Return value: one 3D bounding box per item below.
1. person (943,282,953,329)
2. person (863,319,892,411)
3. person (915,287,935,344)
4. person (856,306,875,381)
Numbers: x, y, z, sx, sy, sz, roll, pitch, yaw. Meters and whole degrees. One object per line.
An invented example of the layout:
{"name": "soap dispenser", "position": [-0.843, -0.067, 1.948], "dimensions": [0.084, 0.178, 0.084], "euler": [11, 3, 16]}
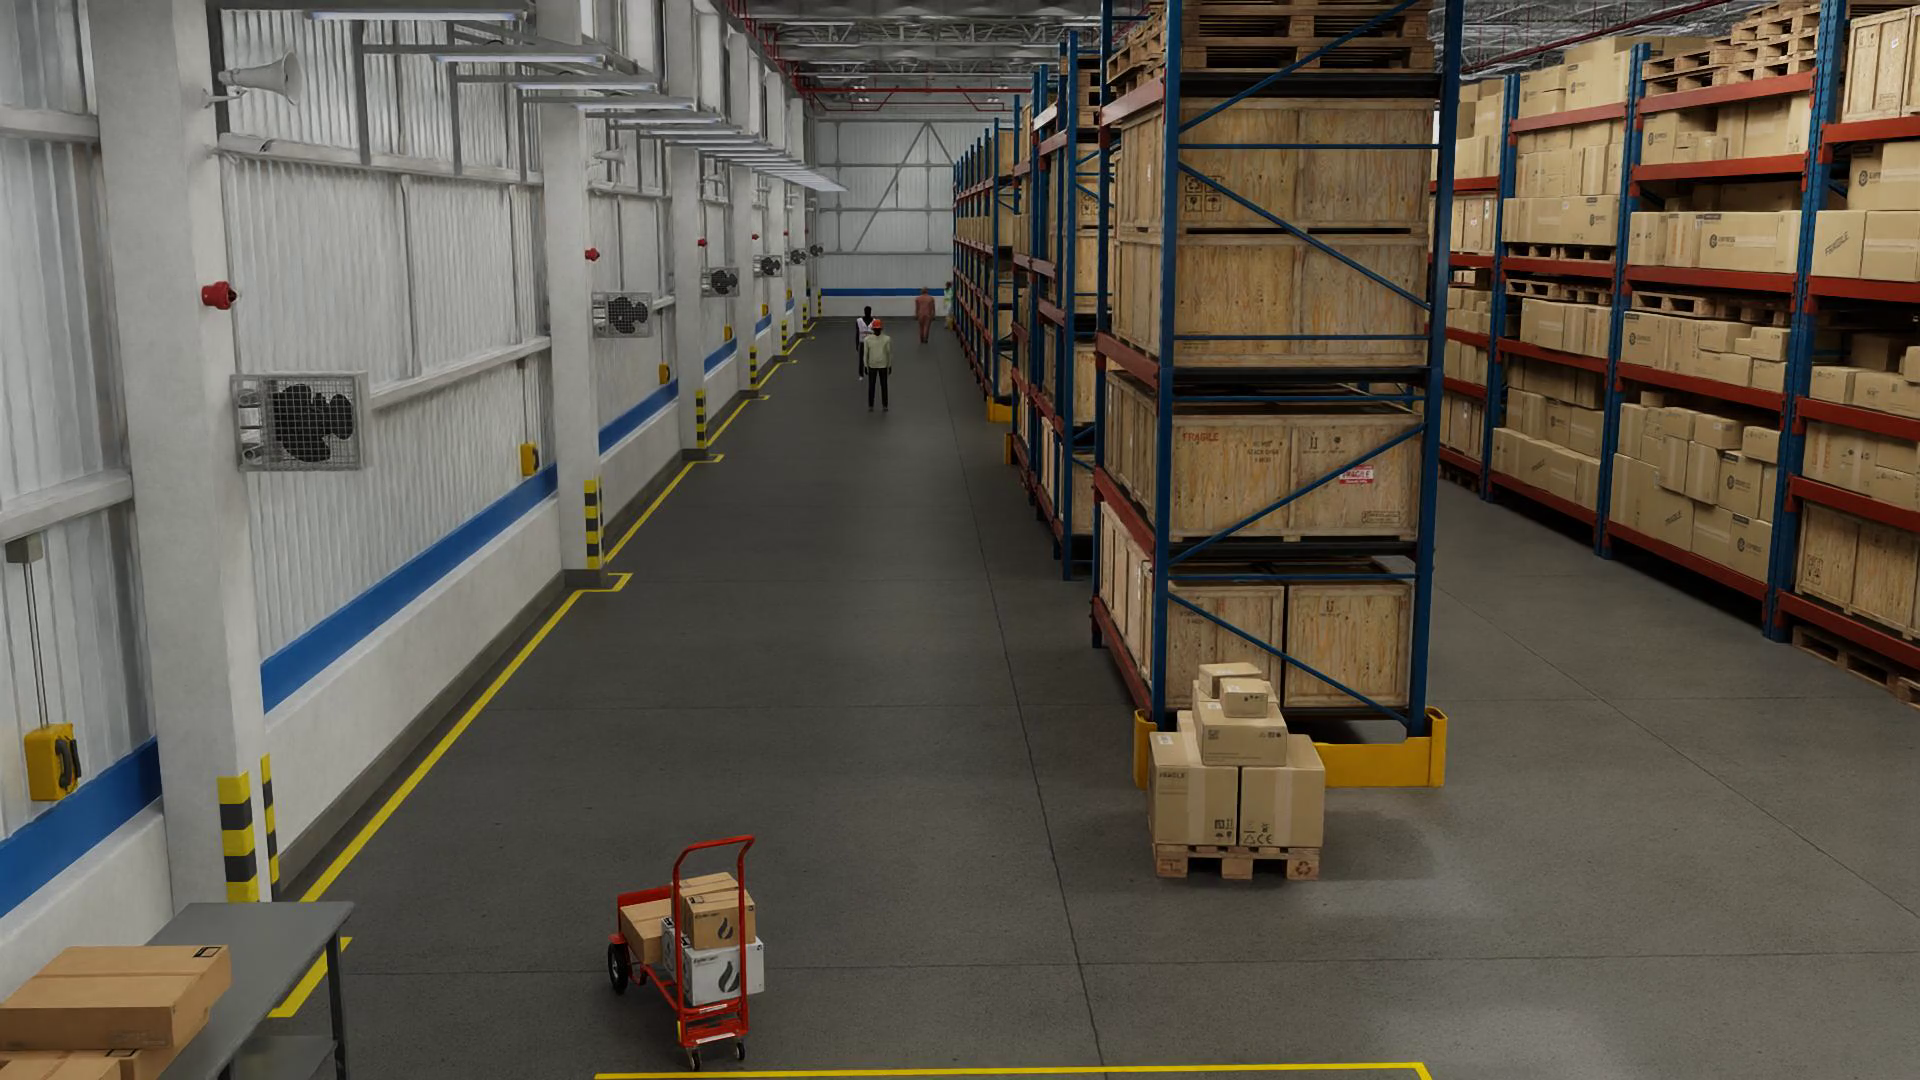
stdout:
{"name": "person", "position": [-0.354, -8.804, 62.487], "dimensions": [0.699, 1.797, 0.642], "euler": [-9, 14, -40]}
{"name": "person", "position": [-1.766, -3.738, 35.639], "dimensions": [0.619, 1.986, 0.410], "euler": [-1, 11, -5]}
{"name": "person", "position": [-1.154, -7.505, 55.559], "dimensions": [0.662, 1.849, 1.009], "euler": [0, 11, 2]}
{"name": "person", "position": [-2.373, -5.029, 42.564], "dimensions": [0.601, 1.906, 0.411], "euler": [-2, 11, -9]}
